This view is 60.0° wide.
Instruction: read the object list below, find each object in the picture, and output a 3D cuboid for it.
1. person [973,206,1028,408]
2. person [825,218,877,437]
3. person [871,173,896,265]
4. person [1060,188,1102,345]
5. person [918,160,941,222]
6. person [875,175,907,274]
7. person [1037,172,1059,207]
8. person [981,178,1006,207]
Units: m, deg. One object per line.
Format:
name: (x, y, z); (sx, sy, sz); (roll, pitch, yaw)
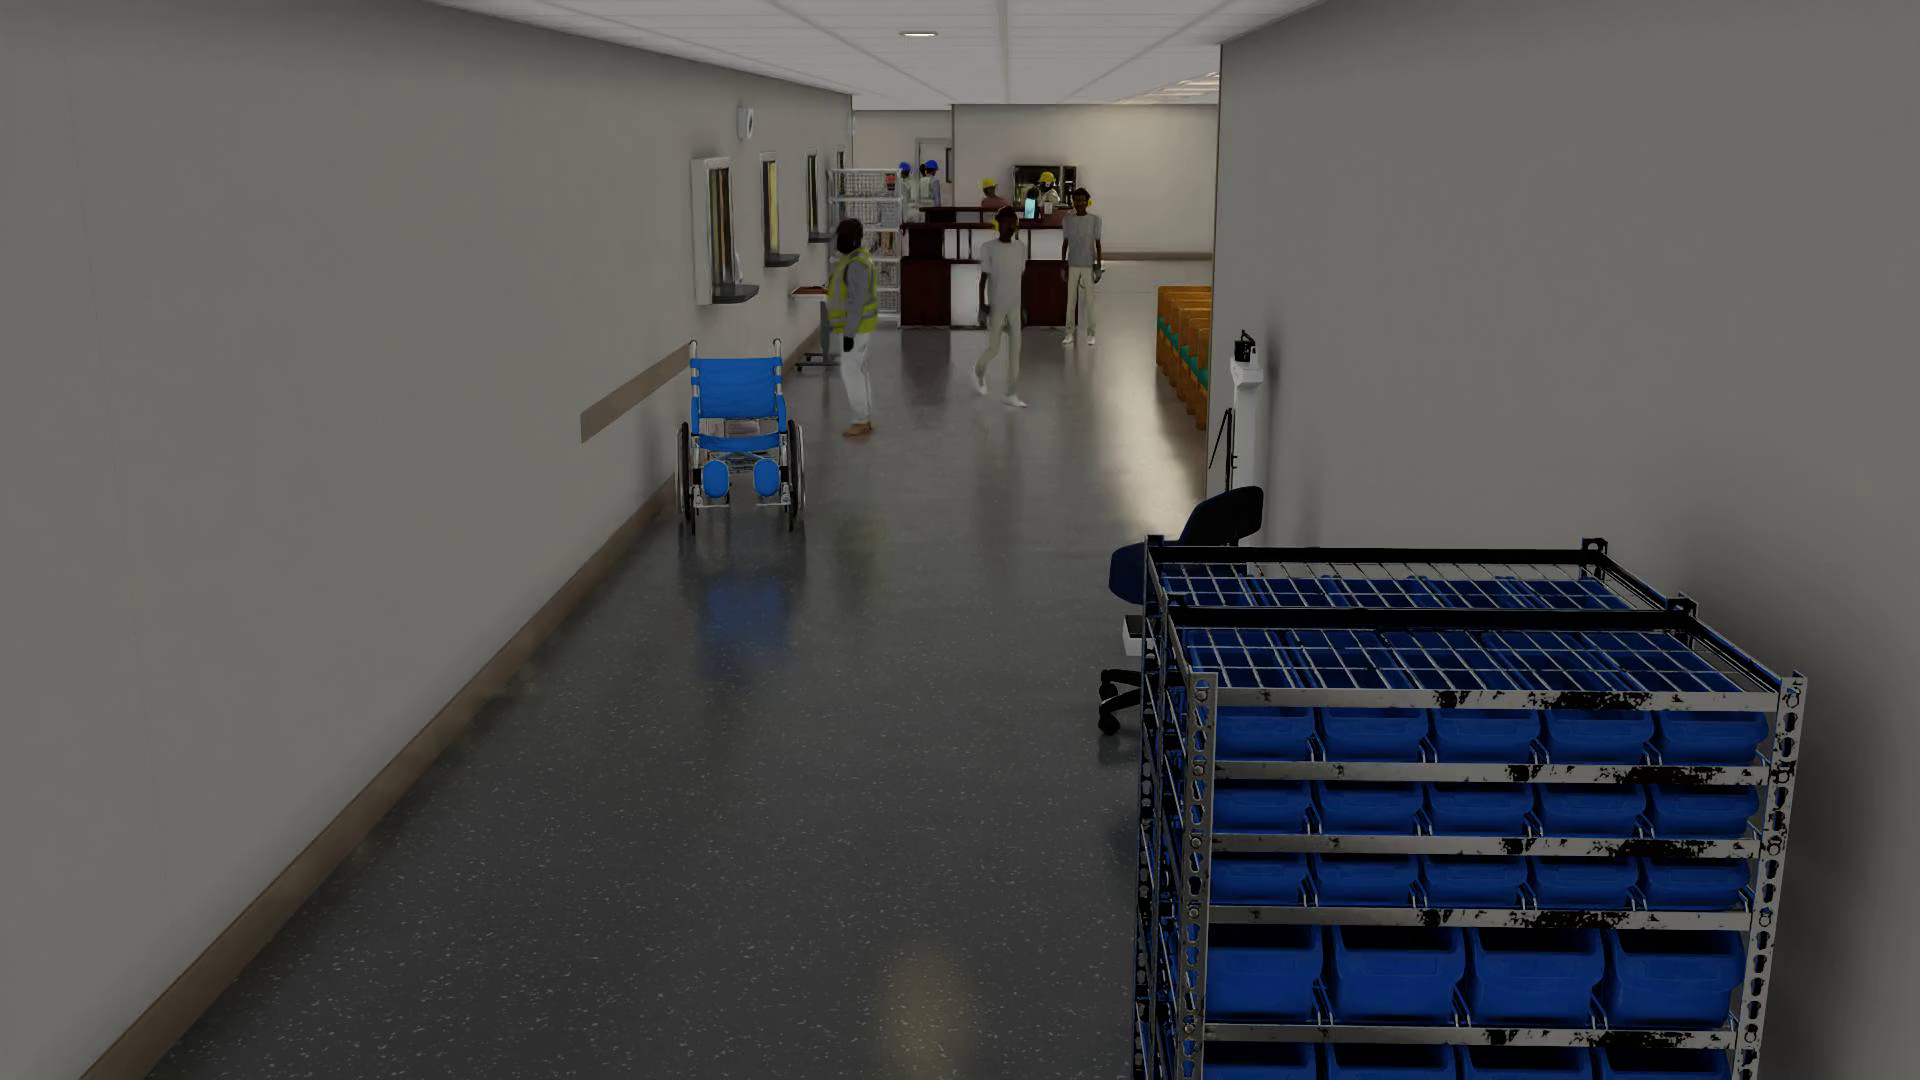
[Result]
person: (0.377, -2.181, 15.487); (0.523, 1.848, 0.765); (-7, 15, -26)
person: (-0.910, -1.776, 13.932); (0.431, 1.813, 0.759); (-1, 14, -5)
person: (-1.453, -6.082, 31.387); (0.675, 1.818, 0.540); (2, 14, 7)
person: (1.441, -3.246, 19.791); (0.505, 1.861, 0.330); (5, 15, 18)
person: (-0.580, -6.565, 33.064); (0.391, 1.947, 0.602); (-11, 18, -38)
person: (-1.223, -5.605, 29.591); (0.563, 1.742, 0.360); (0, 14, -1)
person: (1.483, -5.335, 28.308); (0.404, 1.830, 0.601); (-1, 14, -3)
person: (0.607, -5.139, 27.738); (0.671, 1.727, 0.398); (11, 18, 39)
